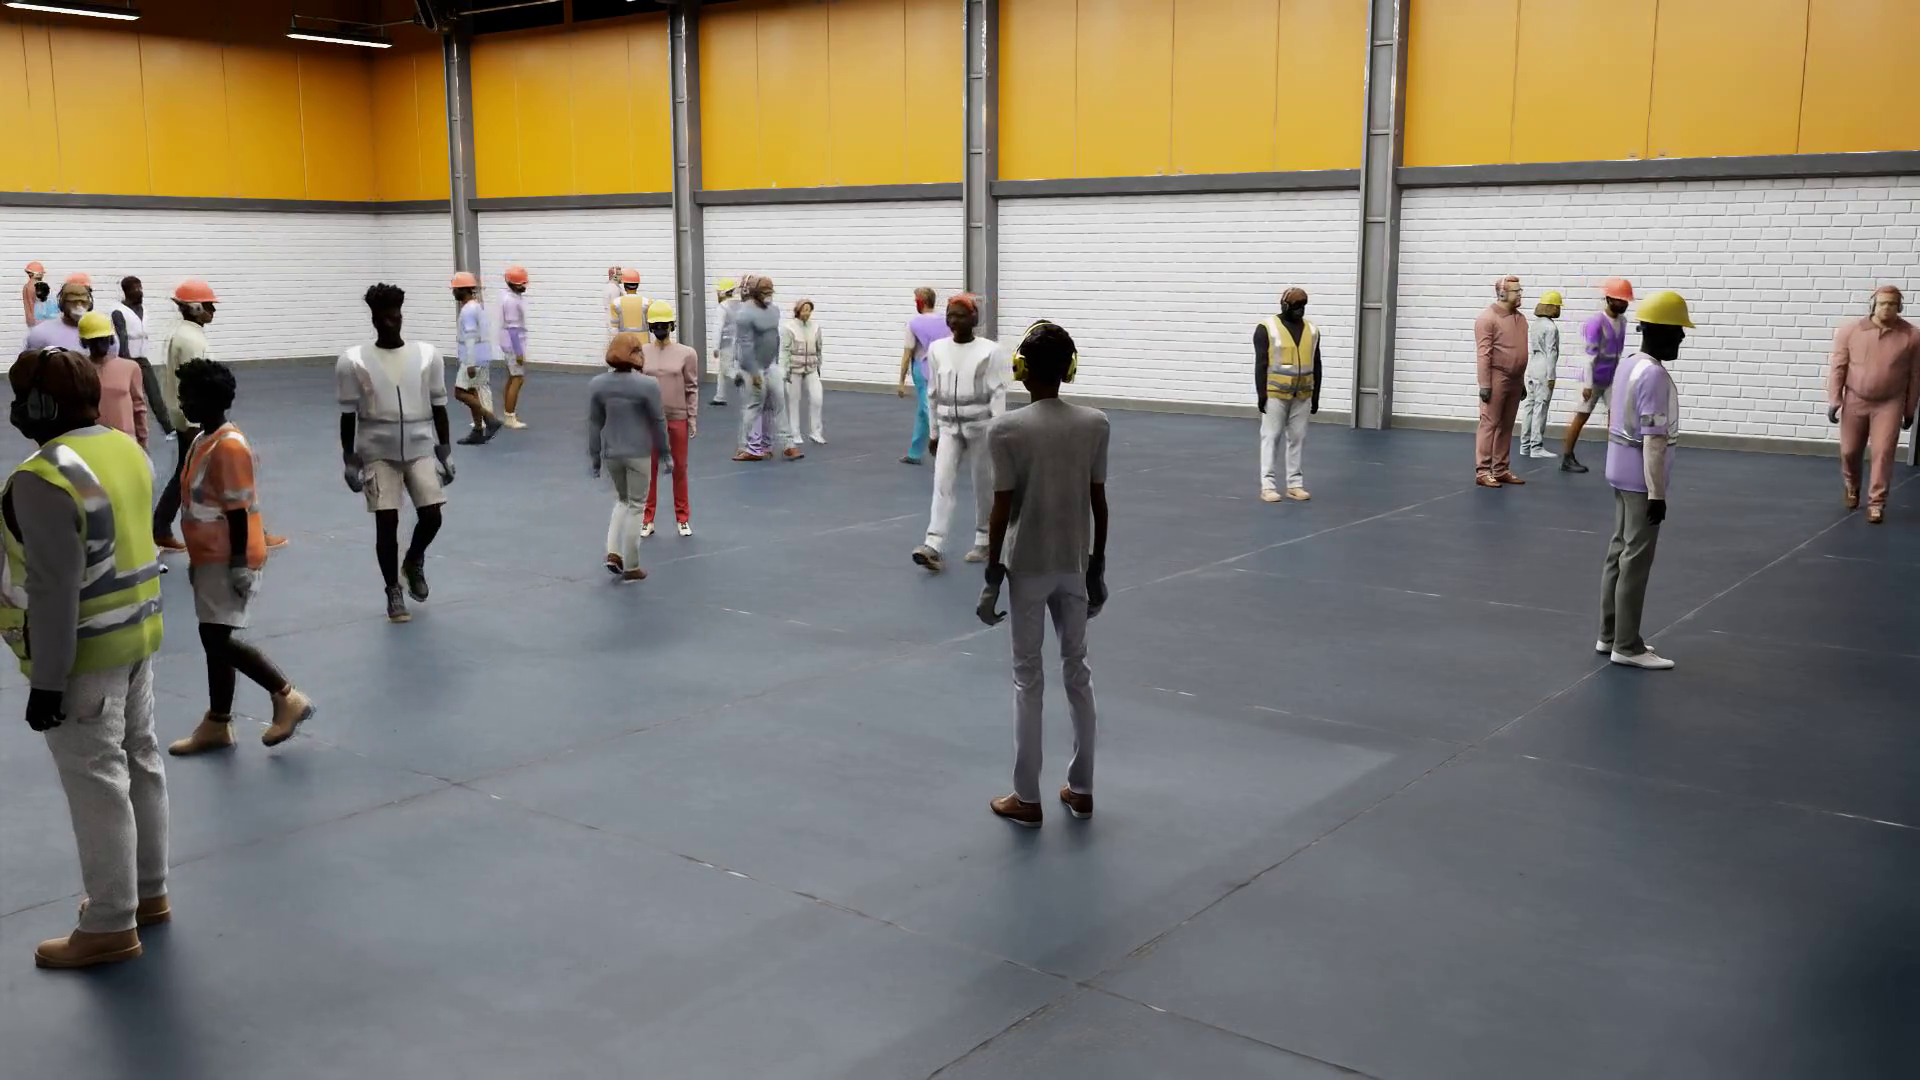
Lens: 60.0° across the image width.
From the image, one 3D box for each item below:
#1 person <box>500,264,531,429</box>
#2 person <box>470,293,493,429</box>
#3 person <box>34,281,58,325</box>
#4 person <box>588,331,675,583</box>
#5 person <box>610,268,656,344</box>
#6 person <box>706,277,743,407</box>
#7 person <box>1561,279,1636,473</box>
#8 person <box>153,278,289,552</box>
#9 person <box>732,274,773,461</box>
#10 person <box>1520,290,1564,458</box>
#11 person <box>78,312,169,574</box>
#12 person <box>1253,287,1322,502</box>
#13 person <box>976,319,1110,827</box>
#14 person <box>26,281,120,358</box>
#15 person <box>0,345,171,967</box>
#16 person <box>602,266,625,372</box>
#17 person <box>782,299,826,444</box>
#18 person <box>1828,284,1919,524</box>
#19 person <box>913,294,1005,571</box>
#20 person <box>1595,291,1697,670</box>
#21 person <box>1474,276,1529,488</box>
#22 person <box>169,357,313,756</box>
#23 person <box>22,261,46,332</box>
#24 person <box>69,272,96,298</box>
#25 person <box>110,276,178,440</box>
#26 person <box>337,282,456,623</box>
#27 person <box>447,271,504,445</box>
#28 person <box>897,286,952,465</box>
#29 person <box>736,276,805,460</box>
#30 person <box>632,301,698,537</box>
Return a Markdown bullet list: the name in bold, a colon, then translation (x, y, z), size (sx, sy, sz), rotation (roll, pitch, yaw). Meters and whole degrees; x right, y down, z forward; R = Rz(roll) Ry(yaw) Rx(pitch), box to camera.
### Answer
- **person**: translation (-5.396, -2.339, 20.195), size (0.458, 1.991, 0.798), rotation (-2, 10, -12)
- **person**: translation (-5.842, -2.170, 20.203), size (0.312, 1.639, 0.520), rotation (-3, 10, -19)
- **person**: translation (-14.462, -3.245, 26.342), size (0.540, 1.687, 0.360), rotation (5, 11, 26)
- **person**: translation (-2.119, -0.530, 10.723), size (0.505, 1.621, 0.375), rotation (4, 10, 21)
- **person**: translation (-4.035, -2.385, 20.576), size (0.545, 1.942, 0.347), rotation (-2, 10, -10)
- **person**: translation (-3.135, -2.695, 22.805), size (0.841, 1.803, 0.600), rotation (4, 10, 21)
- **person**: translation (6.159, -1.531, 15.831), size (0.564, 1.869, 0.929), rotation (-6, 11, -31)
- **person**: translation (-5.350, -0.867, 11.741), size (0.929, 1.953, 0.635), rotation (-6, 11, -31)
- **person**: translation (-2.135, -1.764, 17.066), size (0.407, 1.908, 0.641), rotation (3, 10, 19)
- **person**: translation (6.097, -1.726, 17.348), size (0.321, 1.737, 0.484), rotation (-1, 10, -8)
- **person**: translation (-5.486, -0.604, 10.793), size (0.536, 1.728, 0.786), rotation (-9, 13, -43)
- **person**: translation (2.821, -1.245, 14.276), size (0.626, 1.833, 0.428), rotation (-3, 10, -16)
- **person**: translation (0.307, 0.127, 6.155), size (0.520, 1.873, 0.328), rotation (-4, 11, -22)
- **person**: translation (-6.547, -0.957, 12.334), size (0.640, 1.919, 0.697), rotation (-9, 13, -41)
- **person**: translation (-2.625, 0.345, 4.974), size (0.430, 1.845, 0.624), rotation (0, 10, -3)
- **person**: translation (-5.726, -3.602, 27.770), size (0.409, 1.908, 0.639), rotation (-5, 11, -26)
- **person**: translation (-1.723, -1.853, 18.436), size (0.518, 1.619, 0.575), rotation (-5, 11, -28)
- **person**: translation (7.321, -1.107, 13.320), size (0.644, 1.878, 0.812), rotation (6, 11, 30)
- **person**: translation (-0.004, -0.707, 11.111), size (0.606, 1.832, 0.951), rotation (4, 11, 23)
- **person**: translation (3.519, -0.310, 8.540), size (0.373, 1.923, 0.595), rotation (1, 10, 7)
- **person**: translation (4.961, -1.439, 15.162), size (0.641, 1.913, 0.407), rotation (-8, 12, -37)
- **person**: translation (-3.091, 0.077, 6.981), size (0.495, 1.693, 0.539), rotation (-6, 12, -32)
- **person**: translation (-14.979, -3.524, 27.052), size (0.611, 1.995, 0.376), rotation (7, 12, 37)
- **person**: translation (-10.657, -2.311, 20.295), size (1.009, 1.884, 0.568), rotation (-1, 10, -9)
- **person**: translation (-9.332, -2.047, 18.843), size (1.034, 1.857, 0.607), rotation (1, 10, 7)
- **person**: translation (-3.259, -0.510, 9.631), size (0.633, 1.950, 0.481), rotation (-5, 11, -29)
- **person**: translation (-5.386, -1.996, 18.365), size (0.468, 1.919, 0.565), rotation (-1, 10, -7)
- **person**: translation (-0.297, -1.591, 16.385), size (0.598, 1.800, 0.958), rotation (-9, 13, -43)
- **person**: translation (-1.936, -1.712, 16.813), size (0.814, 1.887, 0.724), rotation (5, 11, 28)
- **person**: translation (-2.216, -0.898, 12.435), size (0.523, 1.769, 0.309), rotation (-1, 10, -8)
